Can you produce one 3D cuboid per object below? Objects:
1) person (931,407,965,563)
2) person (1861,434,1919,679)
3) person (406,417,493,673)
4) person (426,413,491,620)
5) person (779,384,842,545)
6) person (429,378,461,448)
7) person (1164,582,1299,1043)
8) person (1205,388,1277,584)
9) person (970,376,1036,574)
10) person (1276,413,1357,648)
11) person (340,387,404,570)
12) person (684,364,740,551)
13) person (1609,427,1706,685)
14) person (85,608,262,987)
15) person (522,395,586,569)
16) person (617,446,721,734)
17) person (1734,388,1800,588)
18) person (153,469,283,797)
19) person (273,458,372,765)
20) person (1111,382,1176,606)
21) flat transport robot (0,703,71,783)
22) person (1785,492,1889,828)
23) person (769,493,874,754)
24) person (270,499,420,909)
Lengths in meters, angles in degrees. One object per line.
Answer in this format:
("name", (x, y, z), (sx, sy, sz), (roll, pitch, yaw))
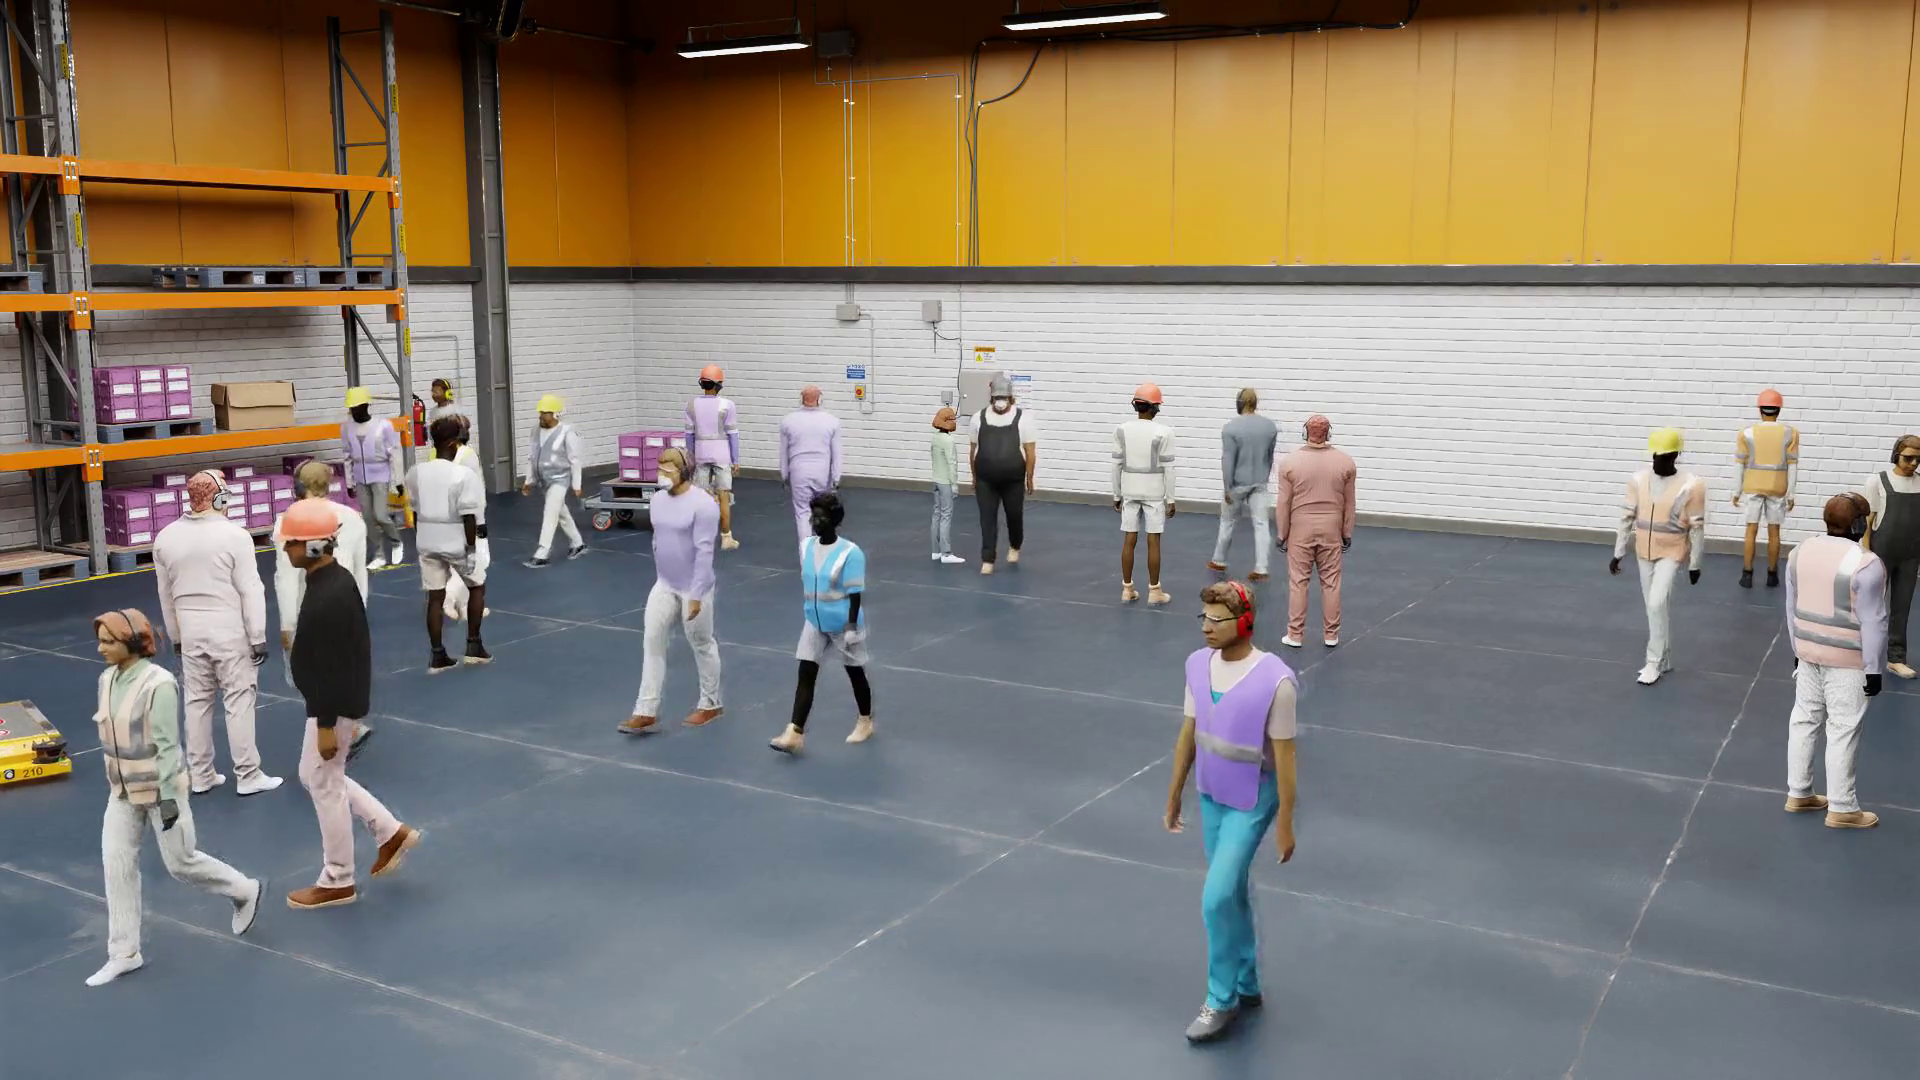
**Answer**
("person", (-0.149, -0.578, 17.495), (0.286, 1.633, 0.499), (-4, 10, -24))
("person", (7.010, 0.125, 12.458), (0.507, 1.843, 0.346), (0, 9, 0))
("person", (-3.891, 0.028, 12.744), (0.612, 1.948, 0.635), (2, 9, 12))
("person", (-4.354, -0.180, 14.402), (0.646, 1.830, 0.547), (7, 12, 39))
("person", (-1.558, -0.680, 17.359), (0.649, 1.885, 0.679), (-1, 9, -5))
("person", (-5.833, -0.927, 19.000), (0.516, 1.856, 0.553), (5, 10, 29))
("person", (1.020, 1.070, 6.621), (0.660, 1.821, 0.596), (-5, 11, -30))
("person", (2.804, -0.555, 16.502), (0.631, 1.898, 0.950), (-3, 10, -19))
("person", (0.431, -0.710, 17.053), (0.695, 2.000, 0.868), (1, 9, 8))
("person", (2.867, -0.068, 13.468), (0.643, 1.908, 0.409), (0, 9, -1))
("person", (-6.003, -0.625, 16.963), (0.617, 1.893, 0.551), (2, 9, 13))
("person", (-2.701, -0.898, 18.220), (0.607, 2.044, 0.372), (2, 9, 12))
("person", (5.144, 0.116, 12.345), (0.757, 1.899, 0.593), (-6, 11, -32))
("person", (-3.483, 1.070, 7.273), (0.524, 1.612, 0.735), (5, 10, 28))
("person", (-4.240, -0.629, 17.365), (0.585, 1.790, 0.946), (6, 11, 34))
("person", (-1.891, 0.347, 10.869), (0.628, 1.901, 0.900), (6, 11, 34))
("person", (7.765, -0.495, 16.044), (0.548, 1.935, 0.363), (4, 10, 23))
("person", (-4.295, 0.543, 9.652), (0.639, 1.909, 0.409), (2, 9, 11))
("person", (-3.819, 0.465, 10.084), (0.559, 1.920, 0.647), (5, 11, 30))
("person", (1.696, -0.420, 15.237), (0.616, 2.041, 0.379), (5, 10, 29))
("flat transport robot", (-6.031, 1.249, 10.331), (0.652, 0.197, 1.431), (-7, 12, -38))
("person", (4.839, 0.652, 9.168), (0.429, 1.847, 0.626), (-3, 10, -17))
("person", (-0.839, 0.532, 10.479), (0.543, 1.647, 0.863), (6, 11, 33))
("person", (-2.968, 0.779, 7.943), (0.513, 1.980, 0.636), (-3, 9, -17))
